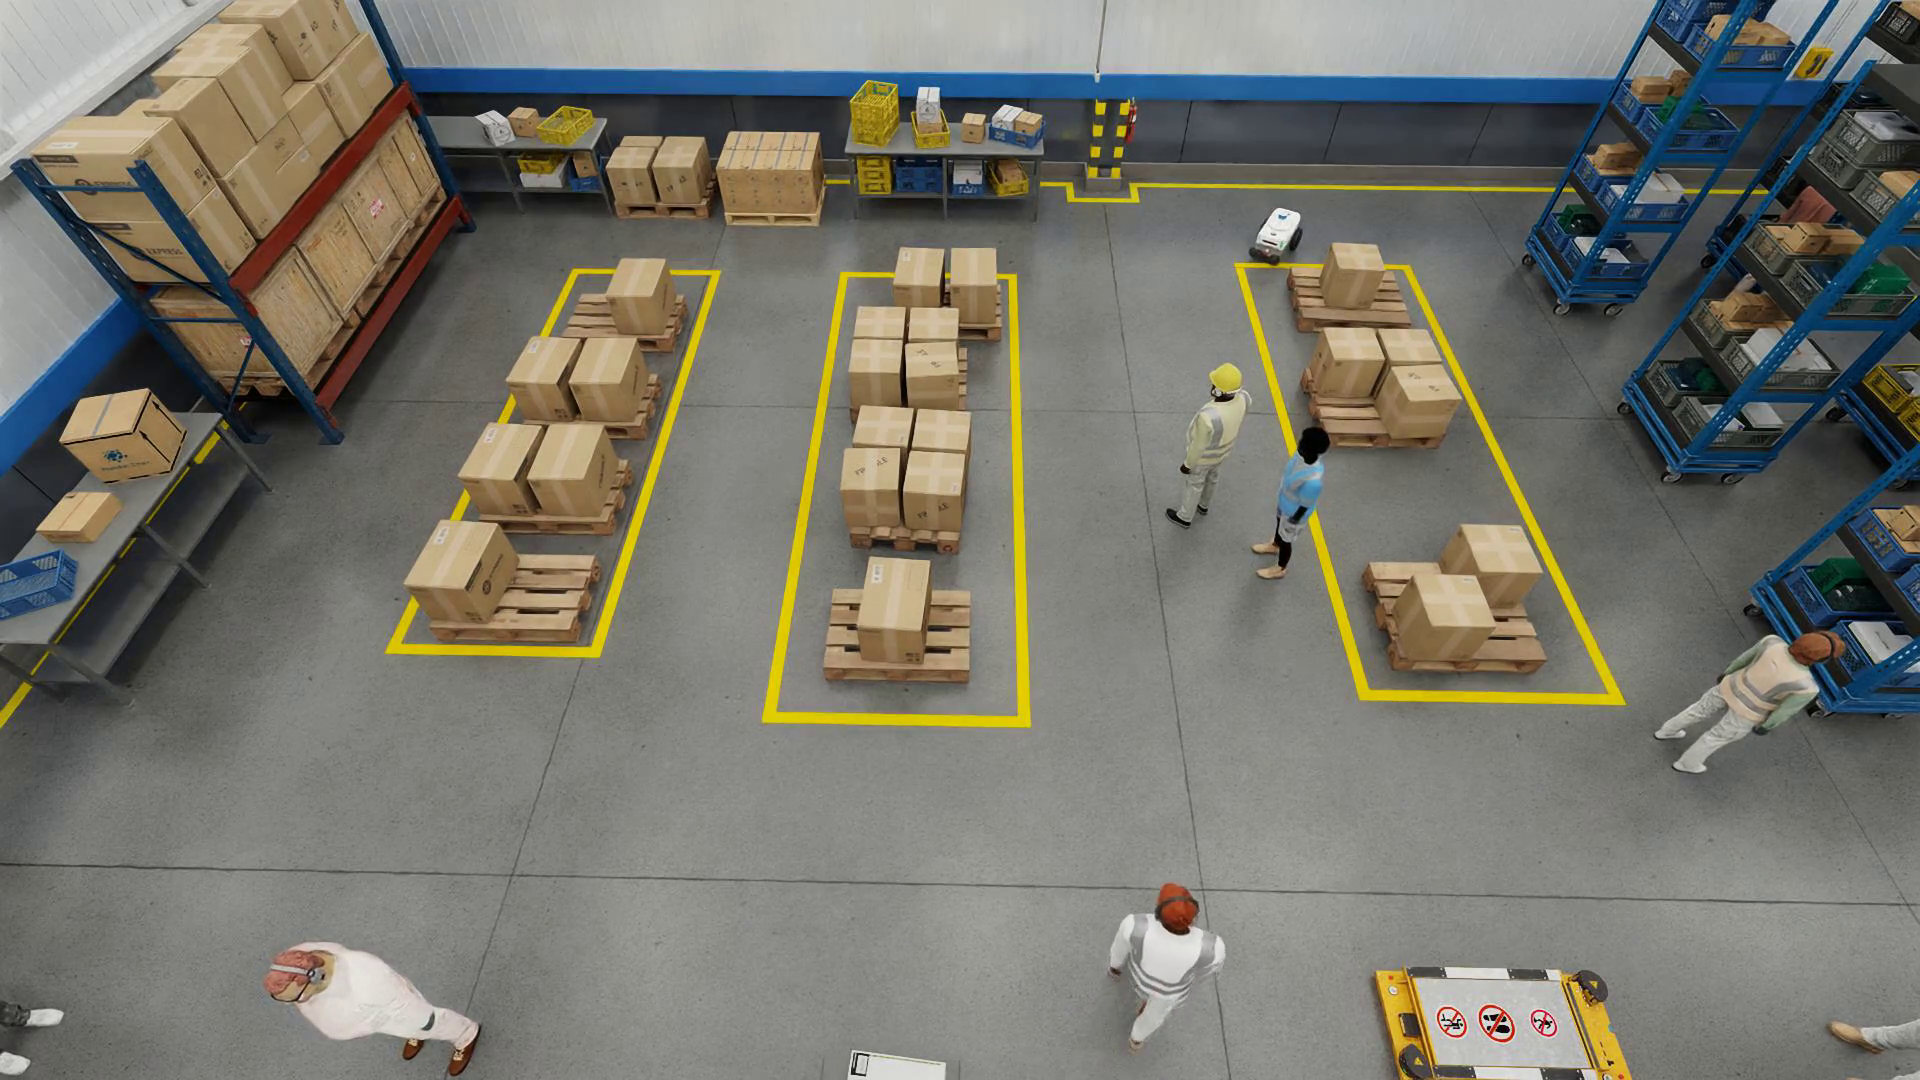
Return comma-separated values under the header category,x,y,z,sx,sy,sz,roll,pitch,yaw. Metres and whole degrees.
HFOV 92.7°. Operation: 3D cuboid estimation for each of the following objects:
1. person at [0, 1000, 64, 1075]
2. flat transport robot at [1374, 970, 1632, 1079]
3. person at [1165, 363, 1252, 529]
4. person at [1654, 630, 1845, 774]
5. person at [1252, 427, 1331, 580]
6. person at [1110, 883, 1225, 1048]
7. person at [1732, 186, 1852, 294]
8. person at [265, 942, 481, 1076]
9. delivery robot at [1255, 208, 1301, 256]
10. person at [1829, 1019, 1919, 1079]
category,x,y,z,sx,sy,sz,roll,pitch,yaw
person,-6.132,2.697,5.224,0.406,1.907,0.601,2,51,1
flat transport robot,3.501,3.133,5.914,1.431,0.197,0.652,1,51,1
person,2.197,-0.822,8.137,0.600,1.832,0.404,-32,58,-24
person,5.688,1.162,6.650,0.313,1.632,0.521,-2,51,-2
person,2.843,-0.310,7.813,0.320,1.692,0.540,4,51,4
person,1.241,2.433,5.474,0.635,1.847,0.836,19,53,15
person,9.074,-3.158,9.951,0.409,1.980,0.625,-18,53,-14
person,-3.340,2.684,5.242,0.647,1.900,0.401,12,52,9
delivery robot,3.941,-3.826,11.347,0.477,0.478,0.707,25,55,19
person,5.801,2.814,5.172,0.430,1.838,0.619,14,52,11
